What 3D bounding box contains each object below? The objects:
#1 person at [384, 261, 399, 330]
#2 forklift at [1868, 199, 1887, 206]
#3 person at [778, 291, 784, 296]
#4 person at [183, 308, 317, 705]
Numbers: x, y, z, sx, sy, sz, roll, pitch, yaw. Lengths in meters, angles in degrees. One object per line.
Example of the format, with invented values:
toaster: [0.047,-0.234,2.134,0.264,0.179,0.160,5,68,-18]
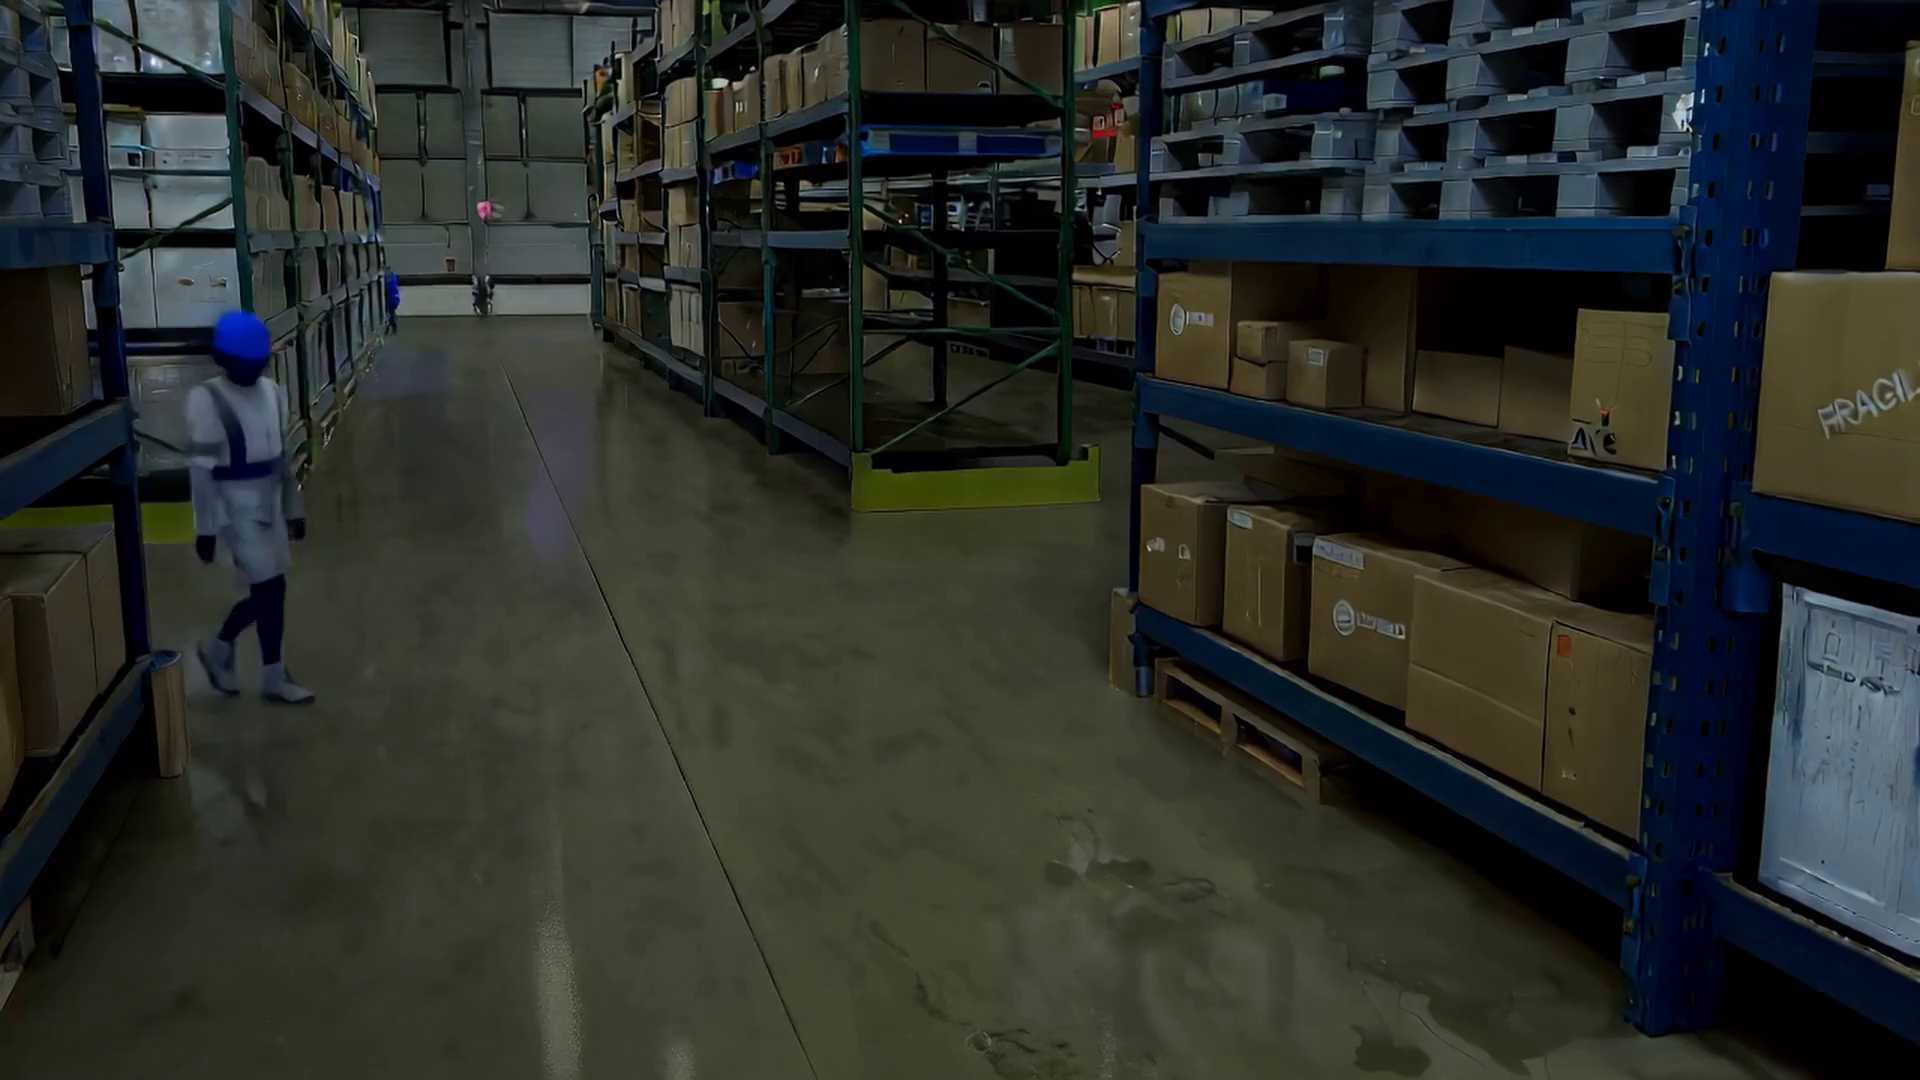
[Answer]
person: [-14.403,-6.147,41.868,0.339,1.748,0.565,9,14,40]
forklift: [11.338,-2.915,21.052,1.129,2.768,1.873,-3,11,-17]
person: [-3.915,-5.057,35.769,0.615,1.806,0.932,-4,11,-20]
person: [-3.510,-0.138,8.204,0.554,2.014,0.710,3,11,14]
